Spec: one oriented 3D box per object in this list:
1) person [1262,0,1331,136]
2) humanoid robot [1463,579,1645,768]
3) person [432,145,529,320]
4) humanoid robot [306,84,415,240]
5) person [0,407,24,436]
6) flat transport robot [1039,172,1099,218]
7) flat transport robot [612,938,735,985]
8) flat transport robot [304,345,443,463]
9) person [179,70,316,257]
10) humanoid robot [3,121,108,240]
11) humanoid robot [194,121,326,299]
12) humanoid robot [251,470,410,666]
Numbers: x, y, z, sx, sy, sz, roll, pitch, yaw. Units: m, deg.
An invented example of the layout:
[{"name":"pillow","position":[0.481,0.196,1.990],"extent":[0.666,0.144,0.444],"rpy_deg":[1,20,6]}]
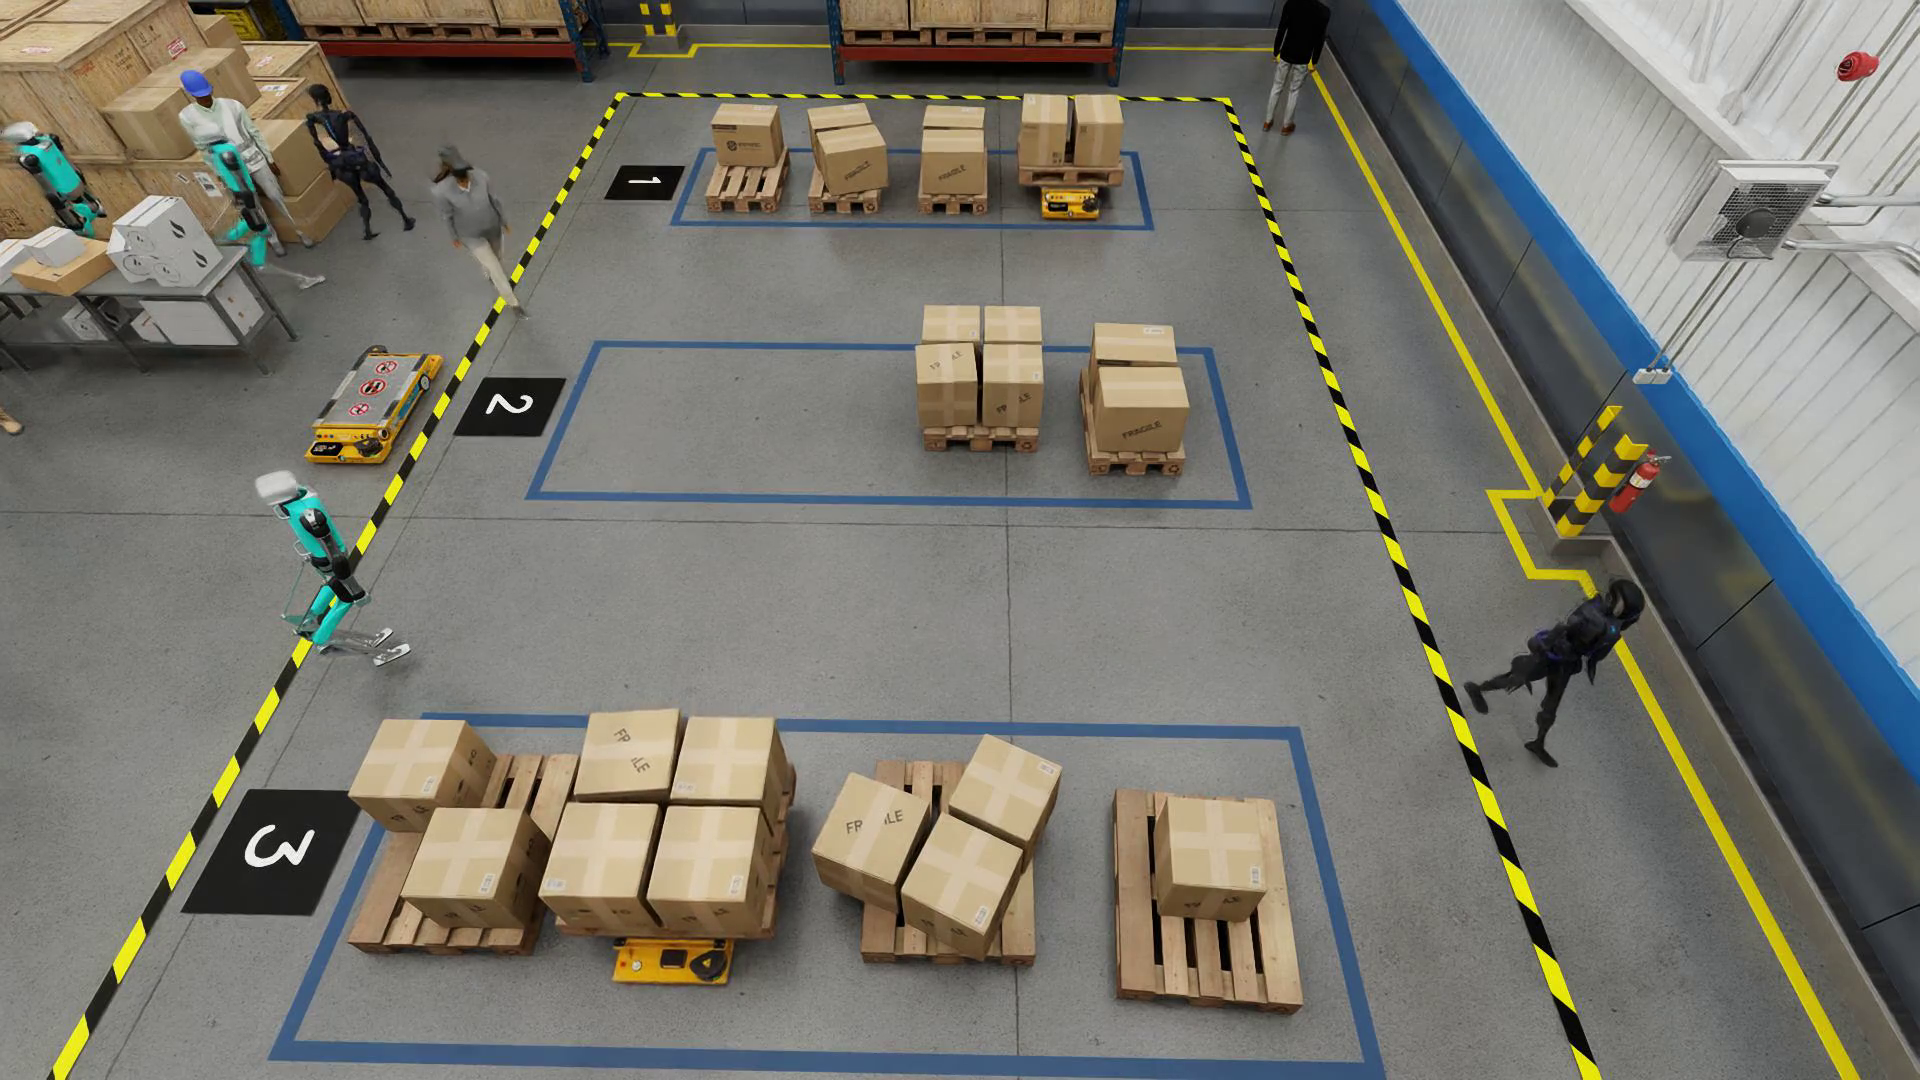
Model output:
[{"name":"person","position":[4.188,-6.034,11.414],"extent":[0.590,1.883,0.373],"rpy_deg":[25,54,20]},{"name":"humanoid robot","position":[3.797,0.793,5.793],"extent":[0.602,1.622,0.760],"rpy_deg":[-8,50,-6]},{"name":"person","position":[-4.765,-3.094,9.029],"extent":[0.893,1.729,0.574],"rpy_deg":[34,57,25]},{"name":"humanoid robot","position":[-6.543,-4.053,9.888],"extent":[0.608,1.642,0.429],"rpy_deg":[-10,51,-9]},{"name":"person","position":[-8.733,-1.594,7.556],"extent":[0.383,2.039,0.613],"rpy_deg":[33,57,25]},{"name":"flat transport robot","position":[1.291,-4.340,11.021],"extent":[0.652,0.197,1.431],"rpy_deg":[1,50,1]},{"name":"flat transport robot","position":[-1.658,1.963,5.687],"extent":[0.652,0.197,1.431],"rpy_deg":[1,50,1]},{"name":"flat transport robot","position":[-5.383,-1.269,8.441],"extent":[0.659,0.231,1.431],"rpy_deg":[1,50,1]},{"name":"person","position":[-7.493,-3.922,9.594],"extent":[0.602,1.939,0.411],"rpy_deg":[-31,56,-24]},{"name":"humanoid robot","position":[-8.958,-3.246,9.168],"extent":[0.770,1.809,0.541],"rpy_deg":[-6,50,-5]},{"name":"humanoid robot","position":[-7.270,-3.138,9.071],"extent":[0.978,1.768,0.539],"rpy_deg":[-31,57,-24]},{"name":"humanoid robot","position":[-4.293,0.304,6.063],"extent":[0.533,1.672,0.735],"rpy_deg":[35,58,26]}]
